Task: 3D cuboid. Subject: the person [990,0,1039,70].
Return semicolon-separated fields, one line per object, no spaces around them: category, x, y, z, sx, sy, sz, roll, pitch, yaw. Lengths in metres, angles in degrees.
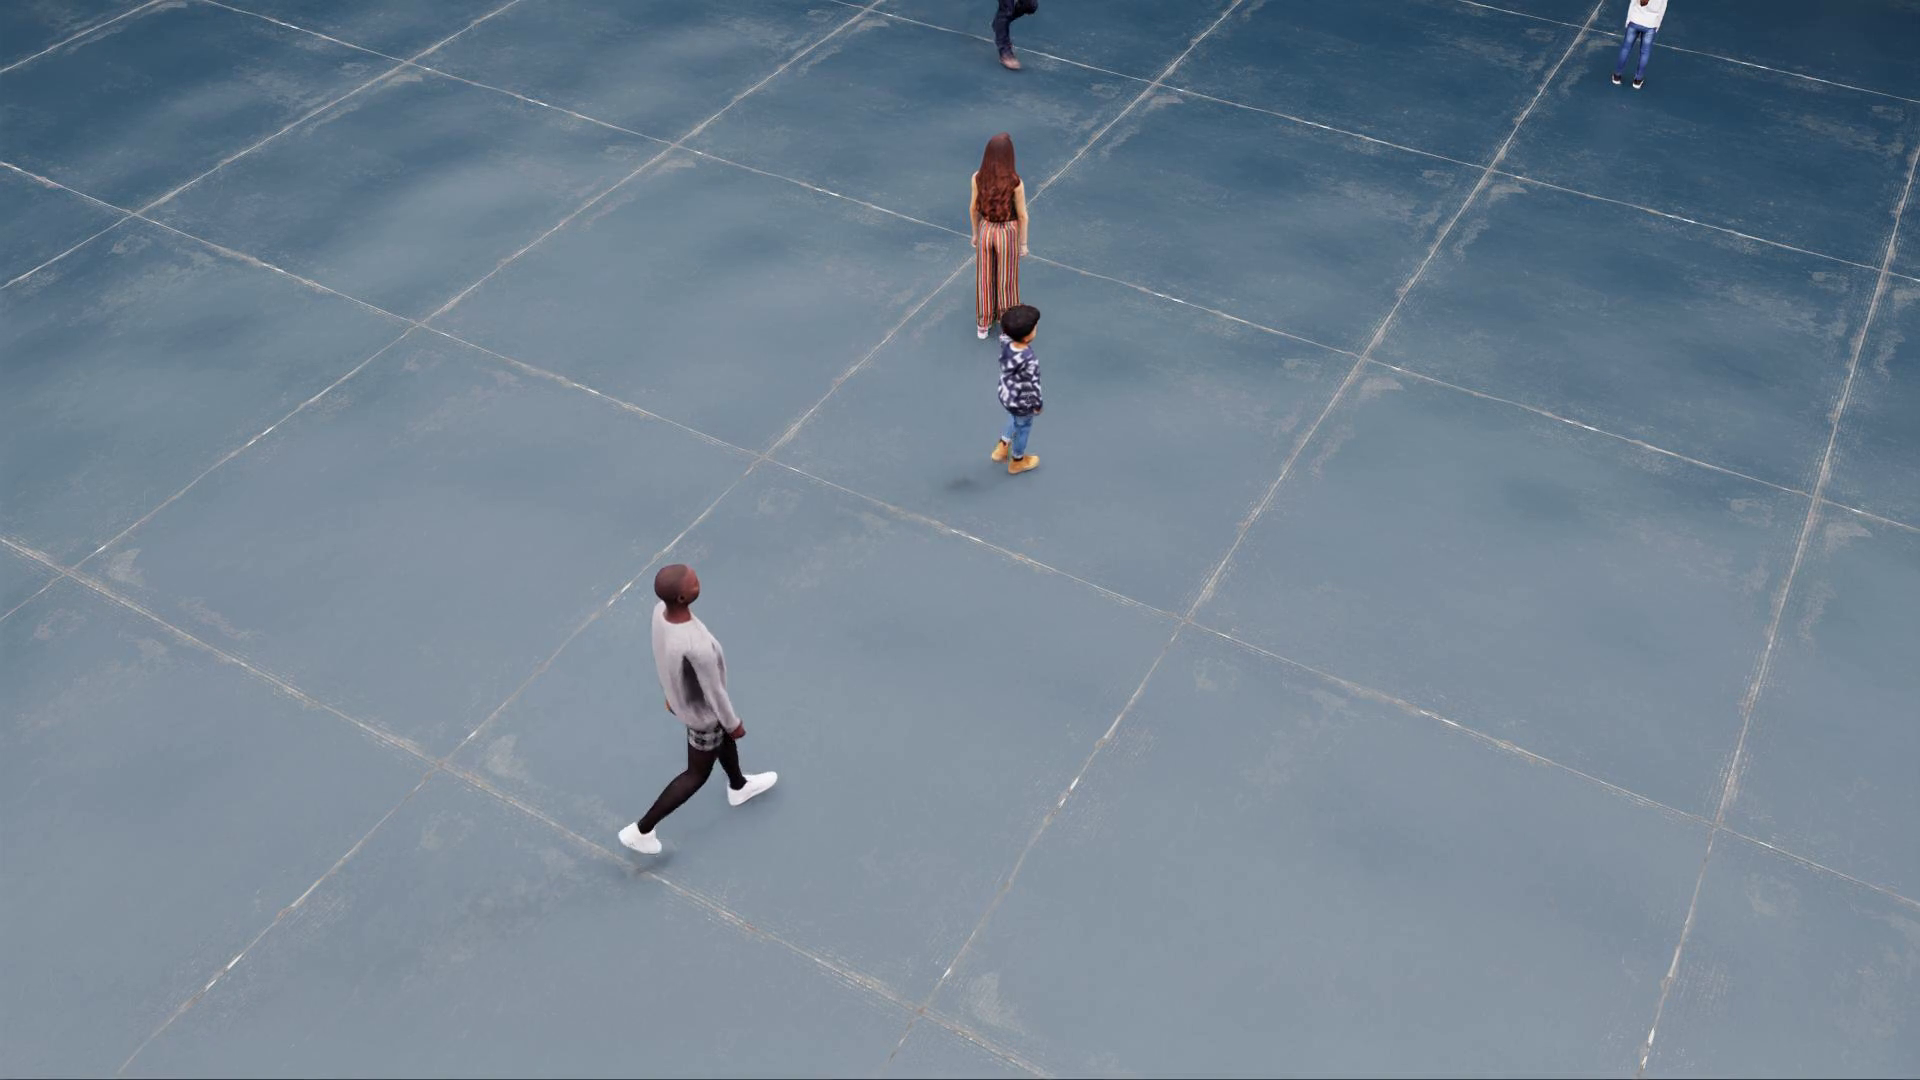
person;0.386;-5.019;14.390;0.851;1.832;0.951;-27;49;-27

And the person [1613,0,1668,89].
person;5.889;-4.470;14.322;0.449;1.110;0.476;18;45;19

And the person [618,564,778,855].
person;-1.341;0.845;8.000;1.211;1.743;0.982;-22;47;-22

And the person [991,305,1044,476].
person;0.324;-0.909;10.303;0.639;1.242;0.595;-24;48;-24

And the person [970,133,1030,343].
person;0.261;-2.066;11.339;0.584;1.562;0.554;14;44;15
